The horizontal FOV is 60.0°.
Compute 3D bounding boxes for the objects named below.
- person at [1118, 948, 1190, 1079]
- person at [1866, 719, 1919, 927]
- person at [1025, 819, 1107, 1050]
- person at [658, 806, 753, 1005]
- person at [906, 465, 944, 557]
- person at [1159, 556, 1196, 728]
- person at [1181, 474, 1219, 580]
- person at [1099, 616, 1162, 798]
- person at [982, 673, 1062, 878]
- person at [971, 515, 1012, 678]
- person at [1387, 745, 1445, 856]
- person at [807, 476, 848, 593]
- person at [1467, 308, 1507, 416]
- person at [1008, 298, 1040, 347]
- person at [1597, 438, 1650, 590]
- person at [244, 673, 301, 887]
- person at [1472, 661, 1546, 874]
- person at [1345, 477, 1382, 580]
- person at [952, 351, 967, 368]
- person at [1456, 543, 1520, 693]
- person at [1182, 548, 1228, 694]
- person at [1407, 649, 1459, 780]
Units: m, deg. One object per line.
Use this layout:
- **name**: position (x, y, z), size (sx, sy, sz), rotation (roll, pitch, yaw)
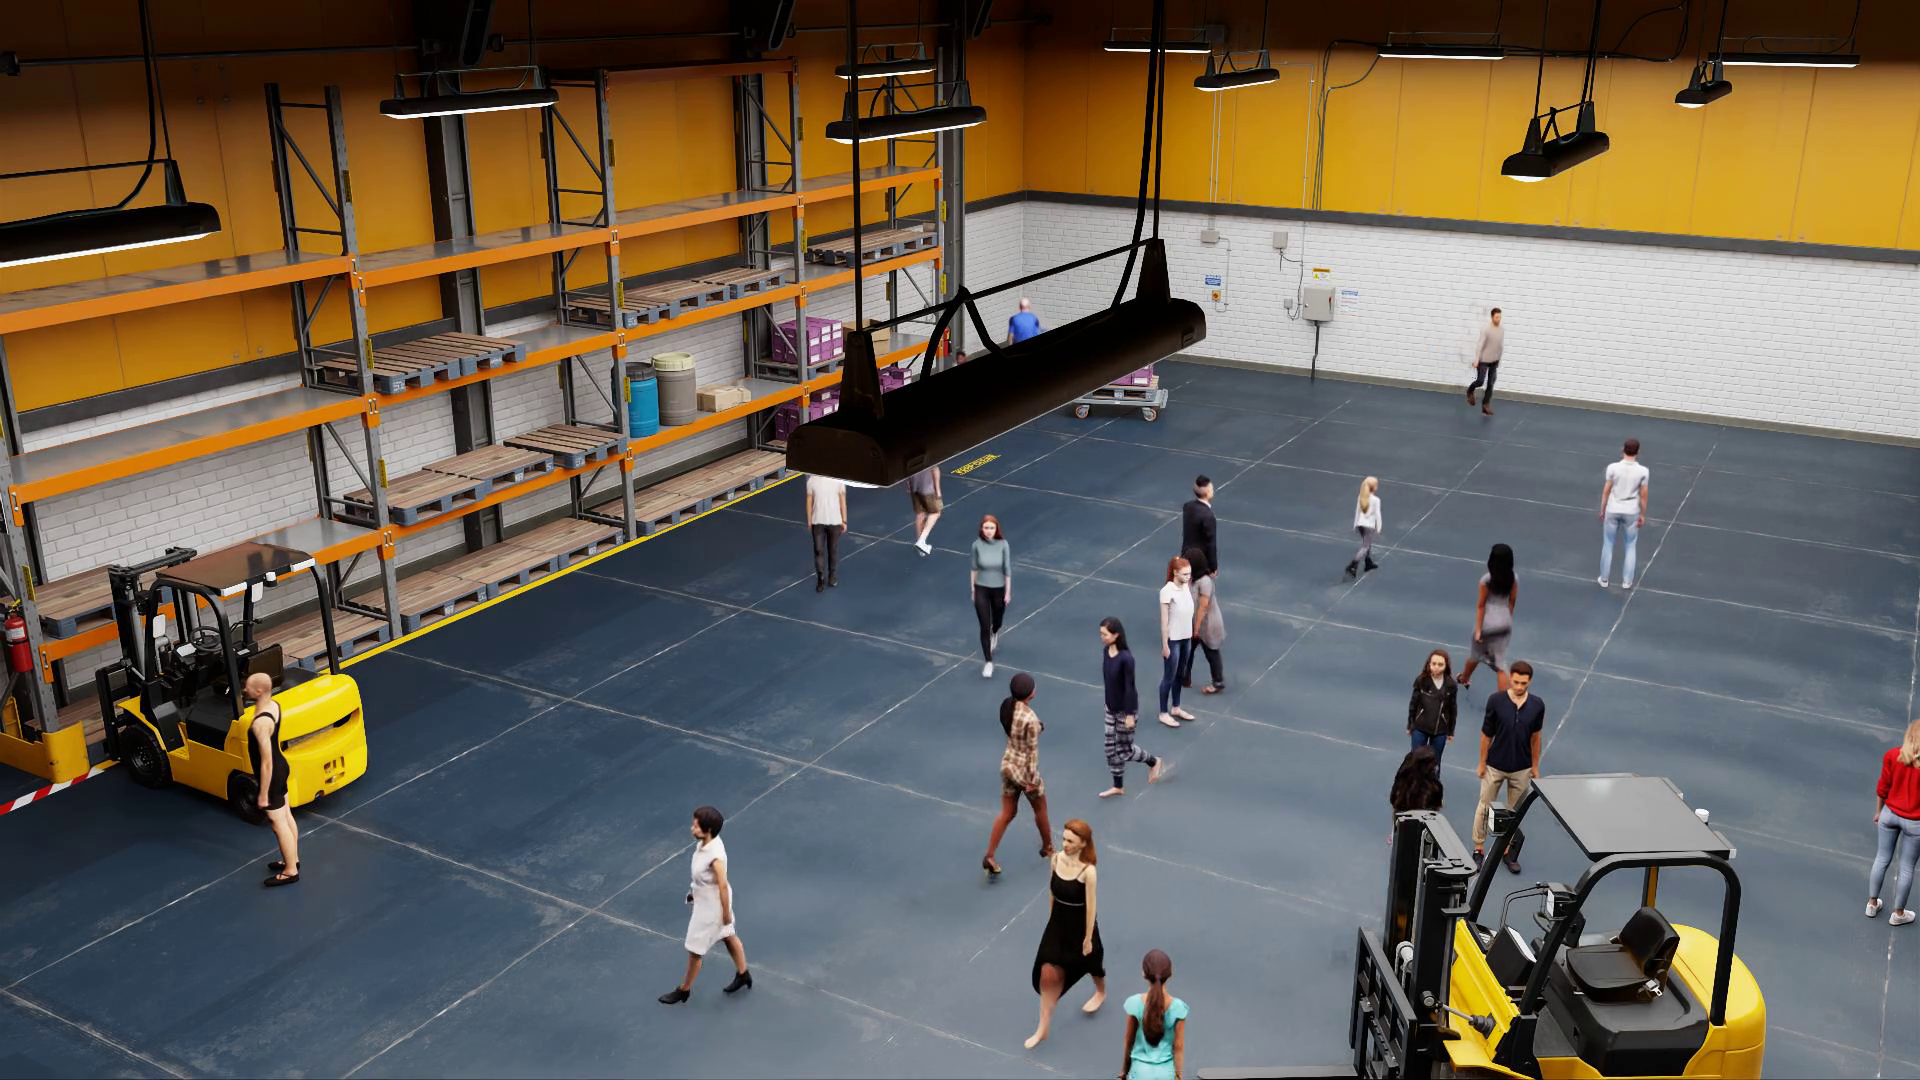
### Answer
- **person**: position (1.171, 3.250, 9.942), size (0.880, 1.510, 1.157), rotation (2, 19, 5)
- **person**: position (7.305, 2.164, 12.865), size (0.619, 1.704, 0.679), rotation (-15, 24, -38)
- **person**: position (0.847, 2.677, 11.544), size (0.709, 1.573, 1.124), rotation (15, 24, 38)
- **person**: position (-1.681, 2.591, 11.876), size (0.977, 1.525, 0.922), rotation (-4, 19, -13)
- **person**: position (-0.487, -0.652, 20.775), size (0.674, 1.837, 0.779), rotation (9, 21, 25)
- **person**: position (2.105, 0.979, 16.329), size (0.666, 1.738, 0.527), rotation (15, 24, 38)
- **person**: position (2.534, 0.201, 18.324), size (0.930, 1.939, 0.886), rotation (-8, 20, -23)
- **person**: position (1.511, 1.485, 14.876), size (0.992, 1.707, 0.908), rotation (-10, 21, -27)
- **person**: position (0.423, 1.937, 13.459), size (1.089, 1.754, 0.840), rotation (-14, 23, -35)
- **person**: position (0.323, 0.551, 17.623), size (0.874, 1.724, 1.087), rotation (1, 19, 3)
- **person**: position (3.346, 2.320, 12.550), size (0.803, 1.608, 0.738), rotation (-10, 21, -28)
- **person**: position (-1.600, -0.266, 20.084), size (0.864, 1.700, 0.952), rotation (-1, 19, -2)
- **person**: position (8.882, -3.037, 28.105), size (1.015, 1.834, 1.062), rotation (-6, 19, -17)
- **person**: position (1.091, -3.229, 28.728), size (1.131, 1.799, 1.274), rotation (-2, 19, -7)
- **person**: position (7.960, -0.318, 20.001), size (0.708, 1.852, 0.635), rotation (6, 19, 17)
- **person**: position (-5.548, 1.912, 13.435), size (0.756, 1.816, 0.690), rotation (-4, 19, -13)
- **person**: position (4.480, 1.834, 13.615), size (0.708, 1.849, 0.668), rotation (3, 19, 8)
- **person**: position (4.951, -0.145, 20.407), size (0.962, 1.265, 0.747), rotation (-12, 22, -32)
- **person**: position (0.024, -2.511, 27.467), size (0.588, 1.244, 0.781), rotation (5, 19, 15)
- **person**: position (5.329, 0.942, 16.448), size (1.041, 1.733, 1.173), rotation (-3, 19, -9)
- **person**: position (2.565, 0.831, 17.030), size (0.937, 1.570, 0.881), rotation (-5, 19, -14)
- **person**: position (4.172, 1.648, 14.739), size (0.624, 1.484, 0.611), rotation (5, 19, 13)
